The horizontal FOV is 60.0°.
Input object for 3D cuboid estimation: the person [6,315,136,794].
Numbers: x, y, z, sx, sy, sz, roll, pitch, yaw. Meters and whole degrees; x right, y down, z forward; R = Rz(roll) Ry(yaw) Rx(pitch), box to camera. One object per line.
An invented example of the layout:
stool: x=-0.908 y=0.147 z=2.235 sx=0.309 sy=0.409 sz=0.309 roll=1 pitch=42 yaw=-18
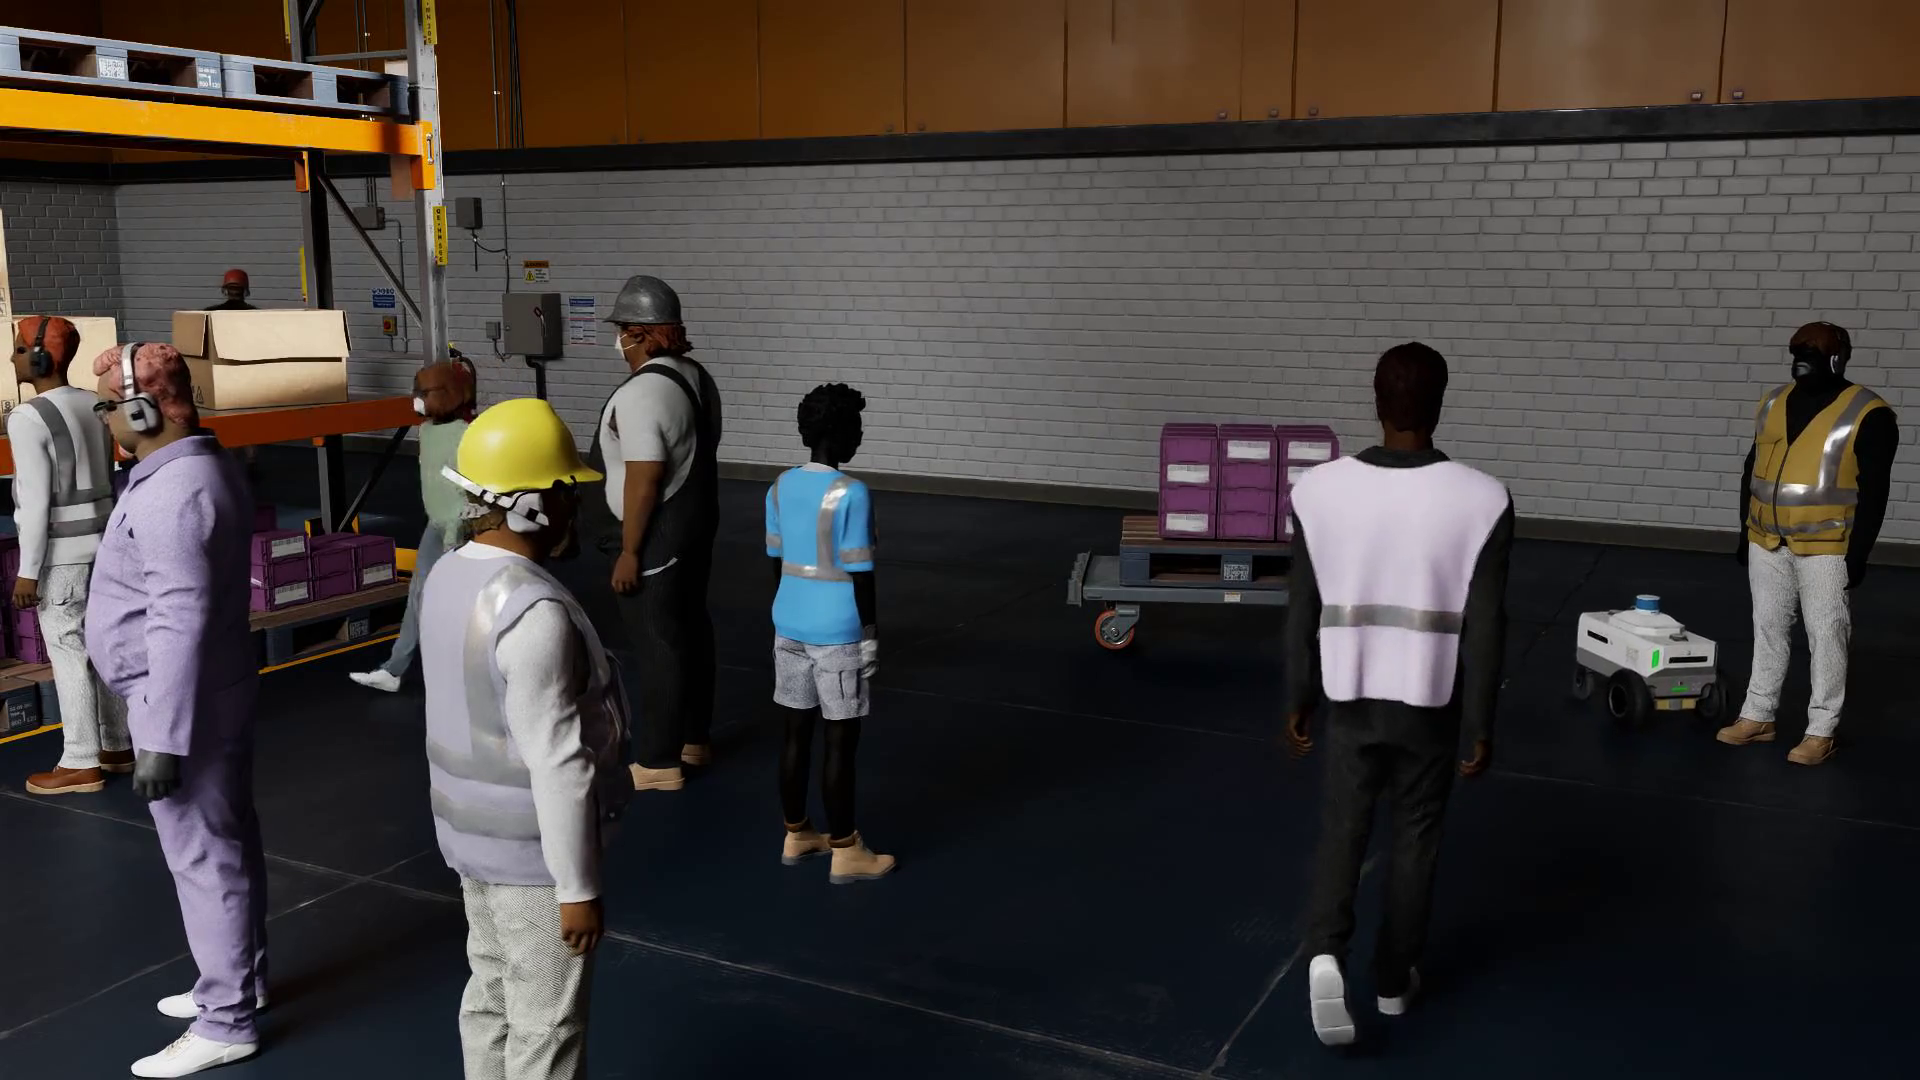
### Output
person: x=-3.537 y=0.059 z=6.588 sx=0.352 sy=1.884 sz=0.580 roll=1 pitch=10 yaw=3

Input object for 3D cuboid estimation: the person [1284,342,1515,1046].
person: x=1.142 y=0.428 z=4.442 sx=0.586 sy=1.899 sz=0.696 roll=4 pitch=11 yaw=23

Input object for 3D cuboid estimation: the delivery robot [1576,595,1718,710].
delivery robot: x=3.142 y=0.495 z=7.634 sx=0.477 sy=0.478 sz=0.707 roll=-1 pitch=10 yaw=-8

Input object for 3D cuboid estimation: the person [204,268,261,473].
person: x=-6.898 y=-1.603 z=15.922 sx=0.653 sy=1.979 sz=0.657 roll=-5 pitch=11 yaw=-26

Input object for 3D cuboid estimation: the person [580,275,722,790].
person: x=-1.247 y=-0.030 z=6.651 sx=0.536 sy=2.000 sz=0.672 roll=3 pitch=10 yaw=14

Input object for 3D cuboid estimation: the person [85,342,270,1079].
person: x=-2.042 y=0.438 z=4.348 sx=0.406 sy=1.902 sz=0.639 roll=-2 pitch=10 yaw=-13

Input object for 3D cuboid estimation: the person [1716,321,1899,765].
person: x=3.548 y=0.009 z=7.002 sx=0.429 sy=1.844 sz=0.626 roll=-6 pitch=11 yaw=-29

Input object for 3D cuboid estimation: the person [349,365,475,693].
person: x=-2.513 y=-0.040 z=7.986 sx=0.839 sy=1.583 sz=0.524 roll=-9 pitch=14 yaw=-43

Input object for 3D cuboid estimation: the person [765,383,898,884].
person: x=-0.455 y=0.314 z=5.663 sx=0.322 sy=1.692 sz=0.534 roll=-8 pitch=13 yaw=-40

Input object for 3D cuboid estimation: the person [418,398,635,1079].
person: x=-0.885 y=0.622 z=3.477 sx=0.403 sy=1.833 sz=0.586 roll=-7 pitch=12 yaw=-36
